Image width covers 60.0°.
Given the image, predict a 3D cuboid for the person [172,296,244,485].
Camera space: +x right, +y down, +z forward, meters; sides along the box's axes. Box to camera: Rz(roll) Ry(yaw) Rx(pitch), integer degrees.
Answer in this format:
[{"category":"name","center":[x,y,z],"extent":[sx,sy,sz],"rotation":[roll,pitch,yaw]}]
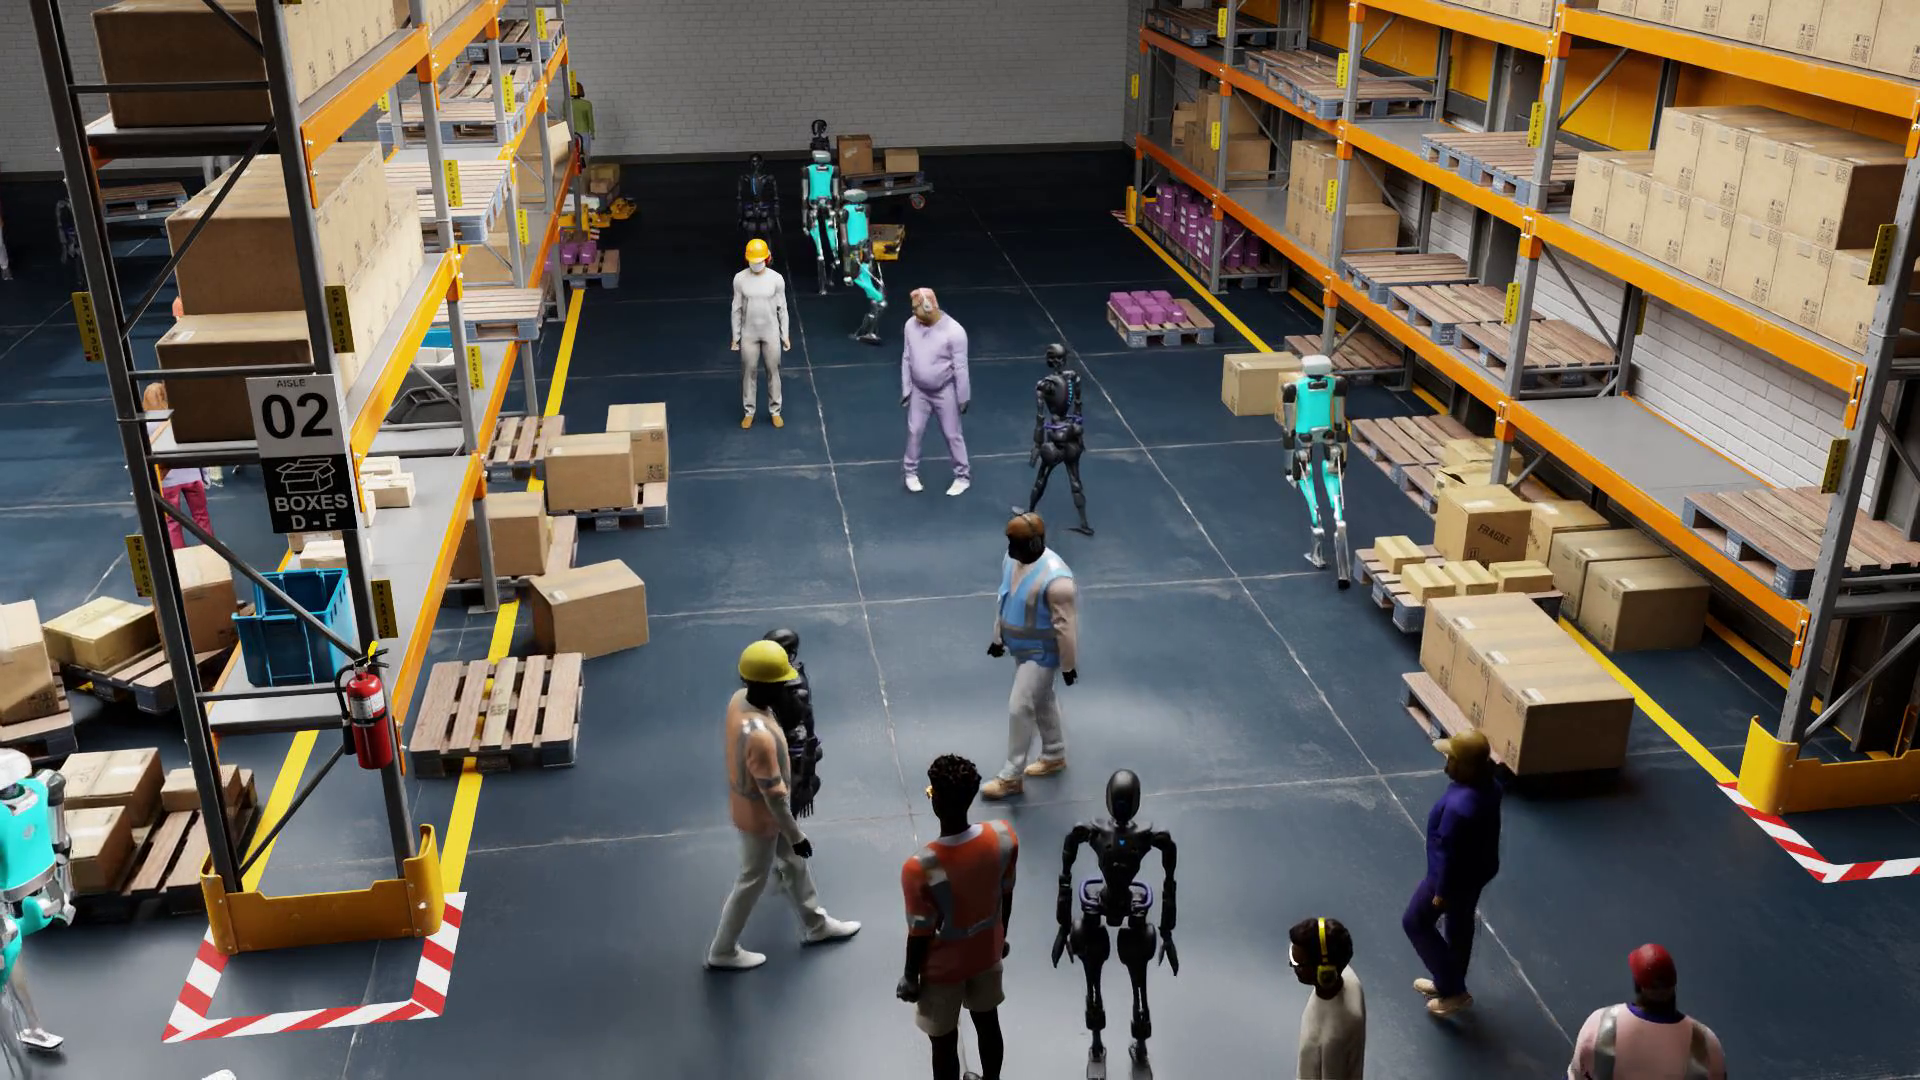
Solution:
[{"category":"person","center":[-6.787,-1.328,14.884],"extent":[0.385,1.735,0.561],"rotation":[17,29,34]}]

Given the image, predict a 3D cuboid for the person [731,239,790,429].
[{"category":"person","center":[-1.951,-2.012,16.251],"extent":[0.566,1.889,0.372],"rotation":[-2,24,-4]}]

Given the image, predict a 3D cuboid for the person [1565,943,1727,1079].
[{"category":"person","center":[2.641,2.377,6.463],"extent":[0.630,1.719,0.724],"rotation":[12,26,25]}]

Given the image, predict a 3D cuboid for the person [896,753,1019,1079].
[{"category":"person","center":[-0.016,1.828,7.403],"extent":[0.600,1.966,0.368],"rotation":[-17,29,-34]}]

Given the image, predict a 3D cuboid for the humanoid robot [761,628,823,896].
[{"category":"humanoid robot","center":[-0.948,1.217,9.176],"extent":[0.368,1.649,0.613],"rotation":[-17,29,-33]}]

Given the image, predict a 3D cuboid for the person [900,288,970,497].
[{"category":"person","center":[-0.216,-1.293,14.630],"extent":[0.669,1.876,0.472],"rotation":[14,27,28]}]

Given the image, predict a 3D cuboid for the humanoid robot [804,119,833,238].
[{"category":"humanoid robot","center":[-1.989,-5.114,23.574],"extent":[0.362,1.651,0.600],"rotation":[-12,26,-26]}]

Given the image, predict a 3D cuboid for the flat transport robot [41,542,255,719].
[{"category":"flat transport robot","center":[-5.457,0.930,11.558],"extent":[1.431,0.231,0.659],"rotation":[10,26,22]}]

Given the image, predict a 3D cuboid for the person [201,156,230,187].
[{"category":"person","center":[-11.547,-6.149,25.747],"extent":[0.625,1.837,0.431],"rotation":[-20,31,-38]}]

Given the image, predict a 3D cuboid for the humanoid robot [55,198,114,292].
[{"category":"humanoid robot","center":[-10.631,-3.603,20.189],"extent":[0.589,1.623,0.783],"rotation":[-21,31,-40]}]

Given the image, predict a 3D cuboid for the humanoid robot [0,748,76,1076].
[{"category":"humanoid robot","center":[-4.541,1.790,7.884],"extent":[0.773,1.865,0.530],"rotation":[9,25,20]}]

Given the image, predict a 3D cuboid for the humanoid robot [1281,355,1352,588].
[{"category":"humanoid robot","center":[2.848,-0.462,13.000],"extent":[0.570,1.842,0.863],"rotation":[-4,24,-10]}]

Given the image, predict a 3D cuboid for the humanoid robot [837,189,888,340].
[{"category":"humanoid robot","center":[-1.015,-3.032,18.781],"extent":[0.850,1.793,0.549],"rotation":[14,27,29]}]

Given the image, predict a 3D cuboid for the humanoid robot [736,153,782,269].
[{"category":"humanoid robot","center":[-2.586,-4.114,21.286],"extent":[0.599,1.653,0.315],"rotation":[3,24,8]}]

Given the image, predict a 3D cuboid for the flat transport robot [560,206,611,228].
[{"category":"flat transport robot","center":[-5.874,-4.735,24.464],"extent":[1.431,0.231,0.659],"rotation":[-4,24,-8]}]

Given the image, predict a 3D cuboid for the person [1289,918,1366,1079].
[{"category":"person","center":[1.409,2.269,6.548],"extent":[0.360,1.853,0.486],"rotation":[5,24,12]}]

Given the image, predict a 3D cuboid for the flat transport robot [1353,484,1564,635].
[{"category":"flat transport robot","center":[3.700,0.573,12.373],"extent":[0.659,0.231,1.431],"rotation":[-3,24,-8]}]

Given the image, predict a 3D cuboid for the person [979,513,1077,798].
[{"category":"person","center":[0.353,0.696,10.168],"extent":[0.794,1.812,0.655],"rotation":[-11,26,-23]}]

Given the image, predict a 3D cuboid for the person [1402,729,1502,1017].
[{"category":"person","center":[2.453,1.648,8.257],"extent":[0.370,1.614,0.451],"rotation":[21,31,39]}]

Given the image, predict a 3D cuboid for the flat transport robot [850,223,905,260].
[{"category":"flat transport robot","center":[-1.142,-4.155,23.143],"extent":[0.659,0.231,1.431],"rotation":[1,24,2]}]

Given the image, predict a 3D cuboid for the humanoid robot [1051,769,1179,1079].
[{"category":"humanoid robot","center":[0.729,1.822,7.761],"extent":[0.596,1.650,0.374],"rotation":[2,24,3]}]

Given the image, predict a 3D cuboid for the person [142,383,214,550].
[{"category":"person","center":[-6.109,-0.437,12.983],"extent":[0.498,1.629,0.287],"rotation":[-16,29,-33]}]

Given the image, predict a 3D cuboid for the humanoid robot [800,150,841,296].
[{"category":"humanoid robot","center":[-1.663,-3.946,20.878],"extent":[0.564,1.790,0.874],"rotation":[-10,25,-21]}]

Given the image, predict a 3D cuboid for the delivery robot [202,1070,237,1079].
[{"category":"delivery robot","center":[-3.450,2.662,7.279],"extent":[0.807,0.612,0.499],"rotation":[-21,31,-39]}]

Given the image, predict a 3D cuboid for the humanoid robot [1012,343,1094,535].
[{"category":"humanoid robot","center":[0.814,-0.854,13.917],"extent":[0.730,1.626,0.616],"rotation":[22,32,40]}]

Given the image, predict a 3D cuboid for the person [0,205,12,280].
[{"category":"person","center":[-12.412,-4.150,21.077],"extent":[0.489,1.920,0.916],"rotation":[-11,26,-24]}]

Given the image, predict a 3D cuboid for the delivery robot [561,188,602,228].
[{"category":"delivery robot","center":[-5.650,-4.875,24.417],"extent":[0.775,0.585,0.499],"rotation":[-5,24,-12]}]

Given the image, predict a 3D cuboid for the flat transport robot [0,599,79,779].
[{"category":"flat transport robot","center":[-6.260,1.386,10.521],"extent":[0.659,0.231,1.431],"rotation":[-14,27,-28]}]

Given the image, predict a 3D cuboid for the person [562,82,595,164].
[{"category":"person","center":[-6.189,-6.620,27.070],"extent":[0.492,1.624,0.280],"rotation":[0,24,1]}]

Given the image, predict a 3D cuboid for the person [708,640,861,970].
[{"category":"person","center":[-0.956,1.370,8.545],"extent":[0.841,1.886,0.604],"rotation":[-5,24,-11]}]

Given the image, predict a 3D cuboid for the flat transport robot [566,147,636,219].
[{"category":"flat transport robot","center":[-5.660,-4.997,25.062],"extent":[1.431,0.231,0.659],"rotation":[0,24,1]}]
